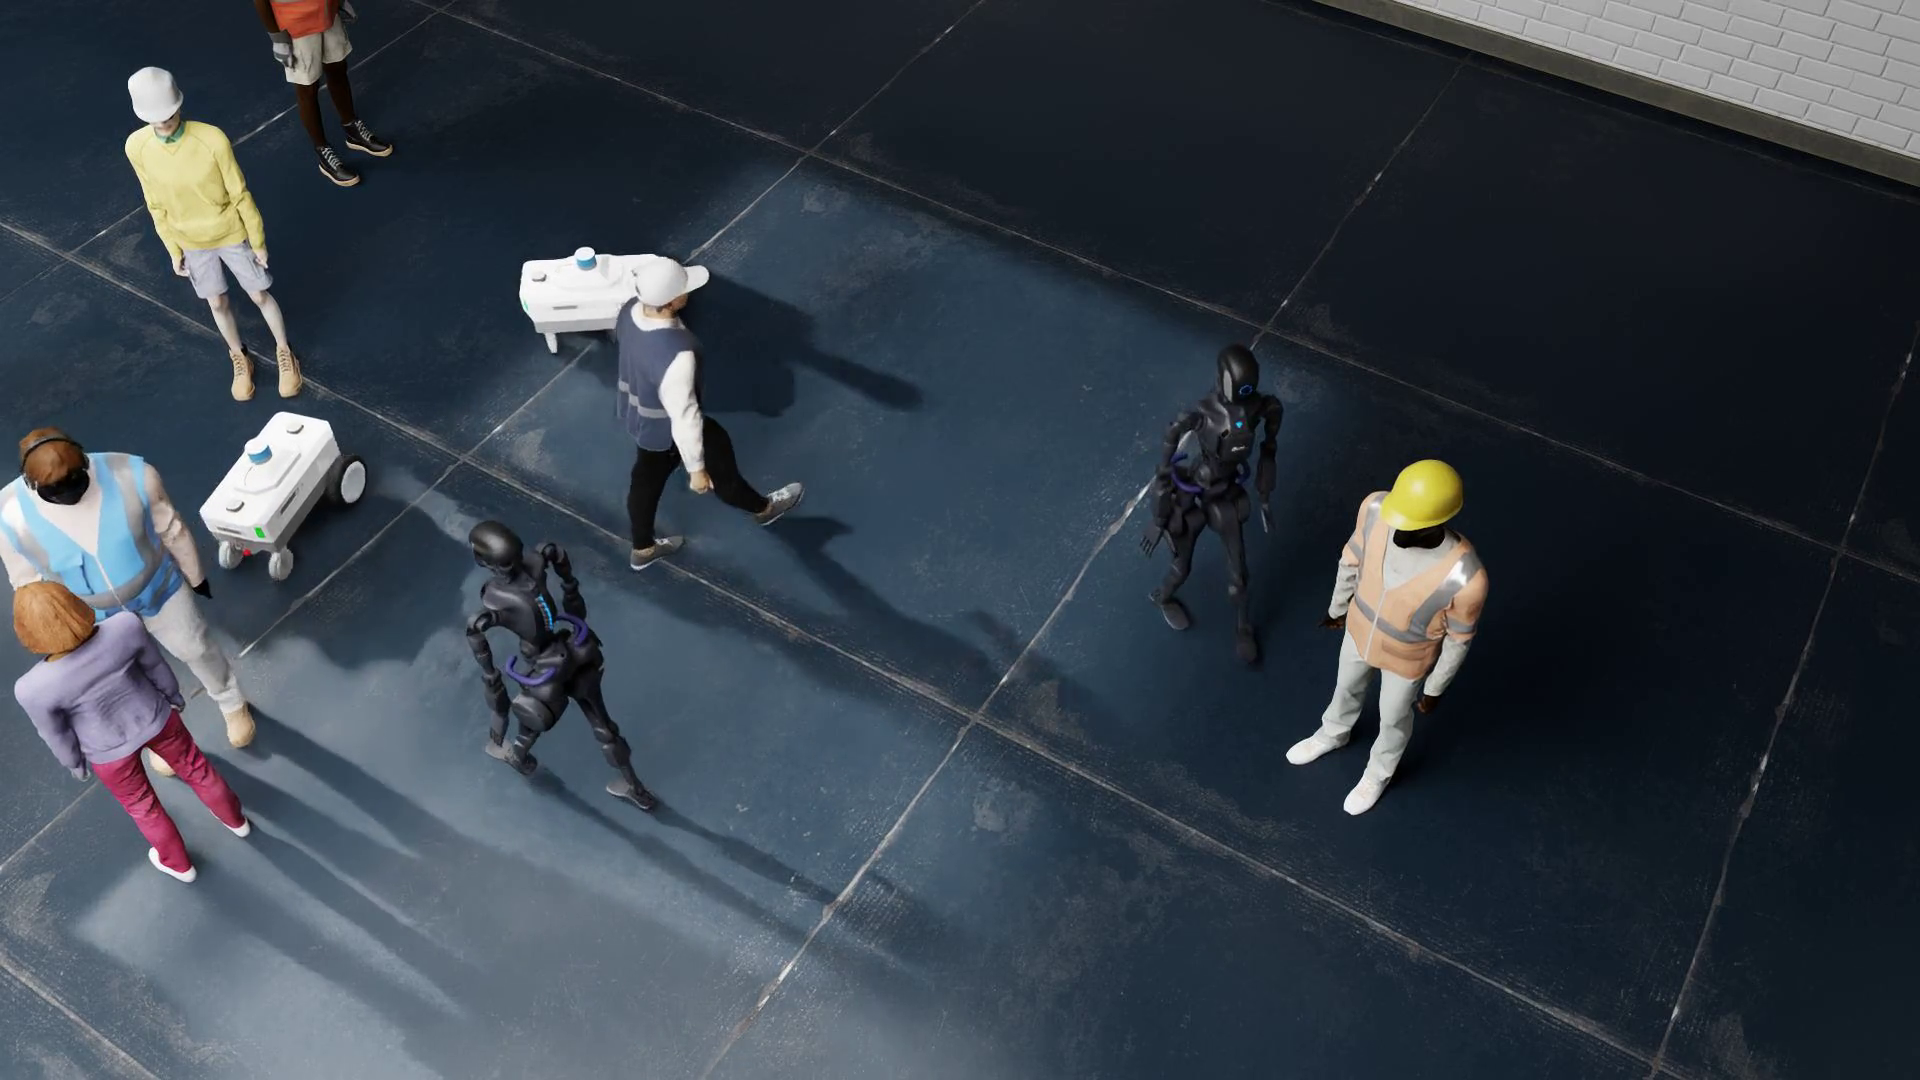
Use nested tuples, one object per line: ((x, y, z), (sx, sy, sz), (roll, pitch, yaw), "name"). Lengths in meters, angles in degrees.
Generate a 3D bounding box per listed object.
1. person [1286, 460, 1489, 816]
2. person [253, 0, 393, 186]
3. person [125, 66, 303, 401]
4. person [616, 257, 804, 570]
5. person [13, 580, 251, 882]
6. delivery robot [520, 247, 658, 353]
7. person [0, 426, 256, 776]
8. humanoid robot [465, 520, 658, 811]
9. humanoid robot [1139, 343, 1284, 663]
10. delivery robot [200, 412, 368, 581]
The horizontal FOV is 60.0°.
((1.638, 0.385, 6.379), (0.382, 1.925, 0.591), (-31, 55, -24), "person")
((-3.621, -2.913, 9.241), (0.377, 1.958, 0.602), (20, 52, 17), "person")
((-3.598, -1.467, 8.032), (0.480, 1.887, 0.403), (-8, 49, -7), "person")
((-1.190, -0.579, 7.360), (0.902, 1.709, 0.733), (-31, 55, -24), "person")
((-3.146, 0.721, 6.284), (0.280, 1.624, 0.494), (31, 56, 24), "person")
((-1.889, -1.277, 8.752), (0.781, 0.609, 0.519), (-4, 49, -3), "delivery robot")
((-3.311, 0.221, 6.586), (0.651, 1.834, 0.431), (-24, 53, -19), "person")
((-1.638, 0.486, 6.473), (0.775, 1.629, 0.599), (24, 53, 19), "humanoid robot")
((1.071, -0.110, 6.979), (0.601, 1.635, 0.555), (-14, 50, -12), "humanoid robot")
((-3.212, -0.255, 7.860), (0.499, 0.612, 0.789), (12, 50, 10), "delivery robot")
